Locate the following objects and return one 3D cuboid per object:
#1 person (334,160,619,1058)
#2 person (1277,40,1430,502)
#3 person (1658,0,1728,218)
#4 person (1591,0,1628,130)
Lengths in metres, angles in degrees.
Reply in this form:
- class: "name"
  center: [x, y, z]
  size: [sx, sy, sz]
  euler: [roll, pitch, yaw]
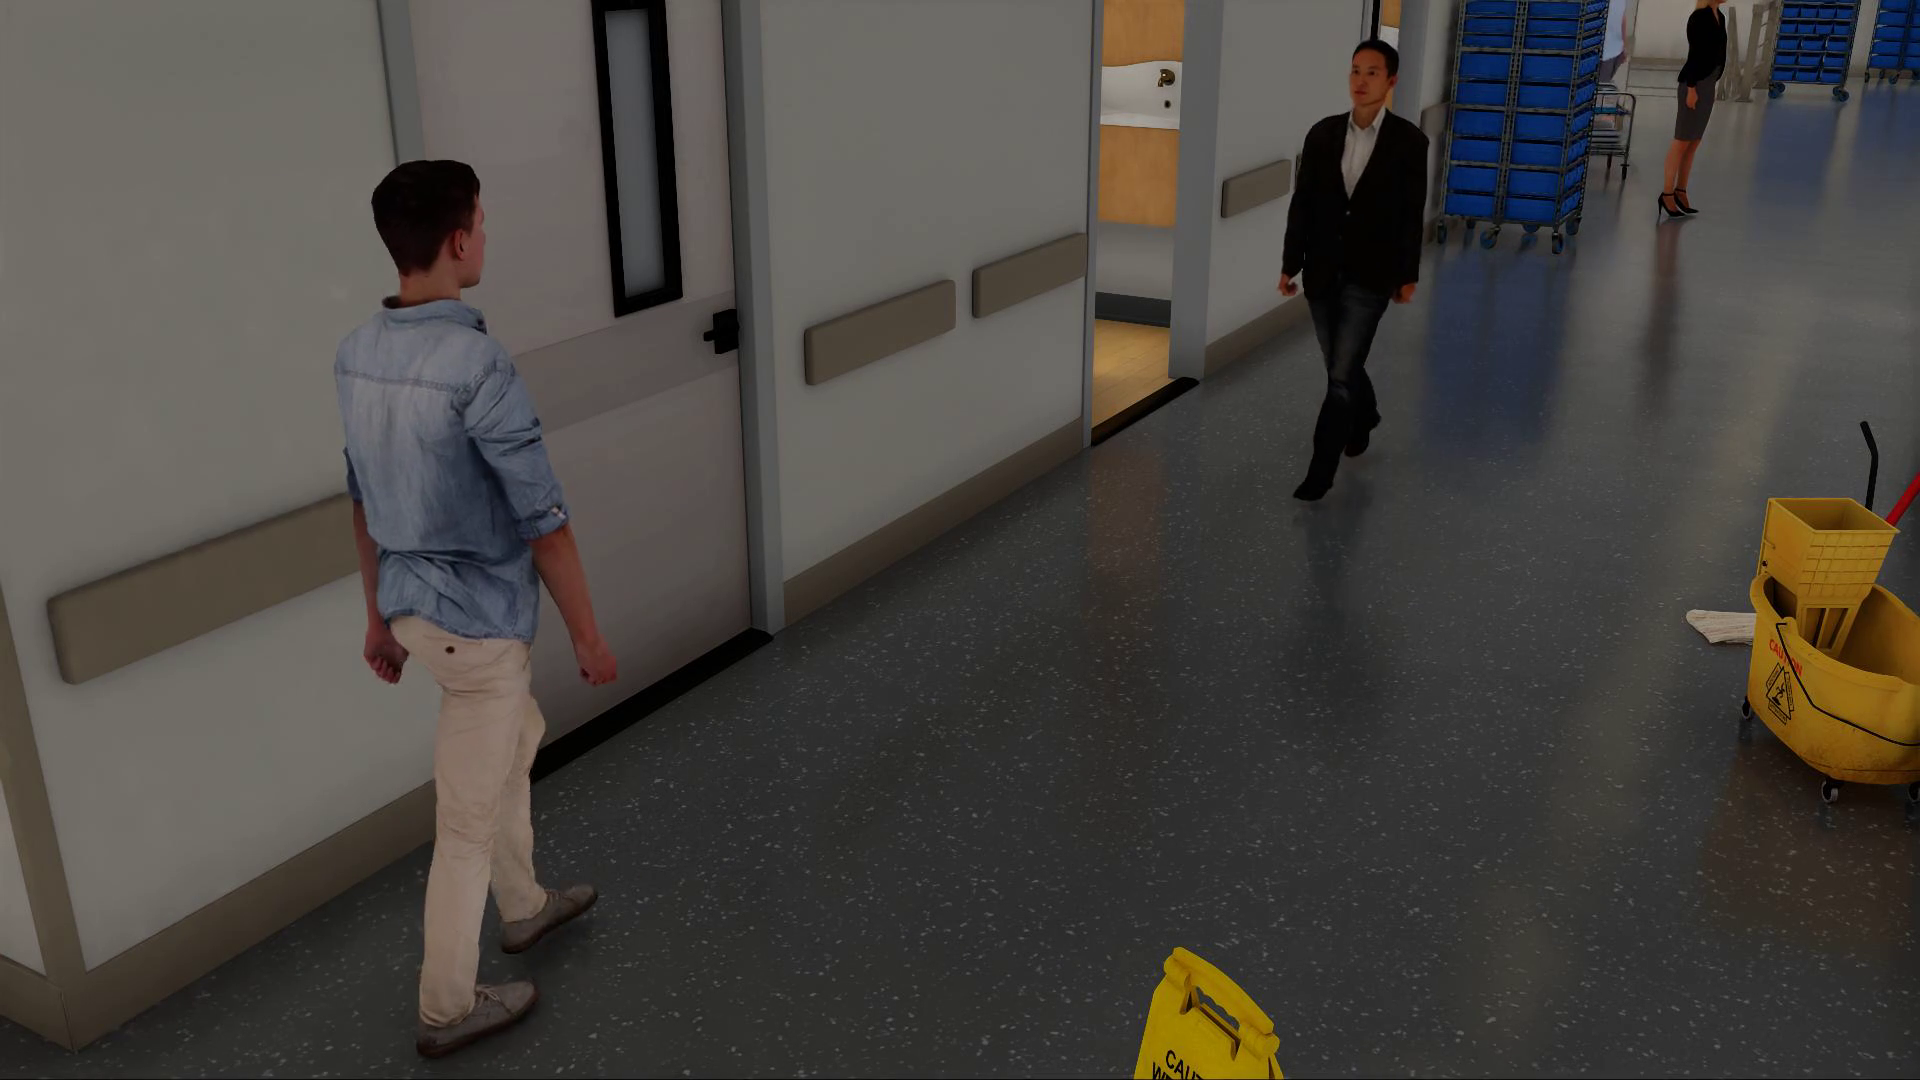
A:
- class: "person"
  center: [-1.060, 0.205, 3.284]
  size: [0.749, 1.830, 0.877]
  euler: [18, 27, 39]
- class: "person"
  center: [1.631, -1.108, 6.842]
  size: [0.730, 1.765, 1.169]
  euler: [13, 25, 31]
- class: "person"
  center: [5.706, -3.453, 12.922]
  size: [0.713, 1.843, 0.565]
  euler: [19, 28, 41]
- class: "person"
  center: [6.405, -4.722, 16.338]
  size: [1.112, 1.797, 1.047]
  euler: [-11, 23, -27]
